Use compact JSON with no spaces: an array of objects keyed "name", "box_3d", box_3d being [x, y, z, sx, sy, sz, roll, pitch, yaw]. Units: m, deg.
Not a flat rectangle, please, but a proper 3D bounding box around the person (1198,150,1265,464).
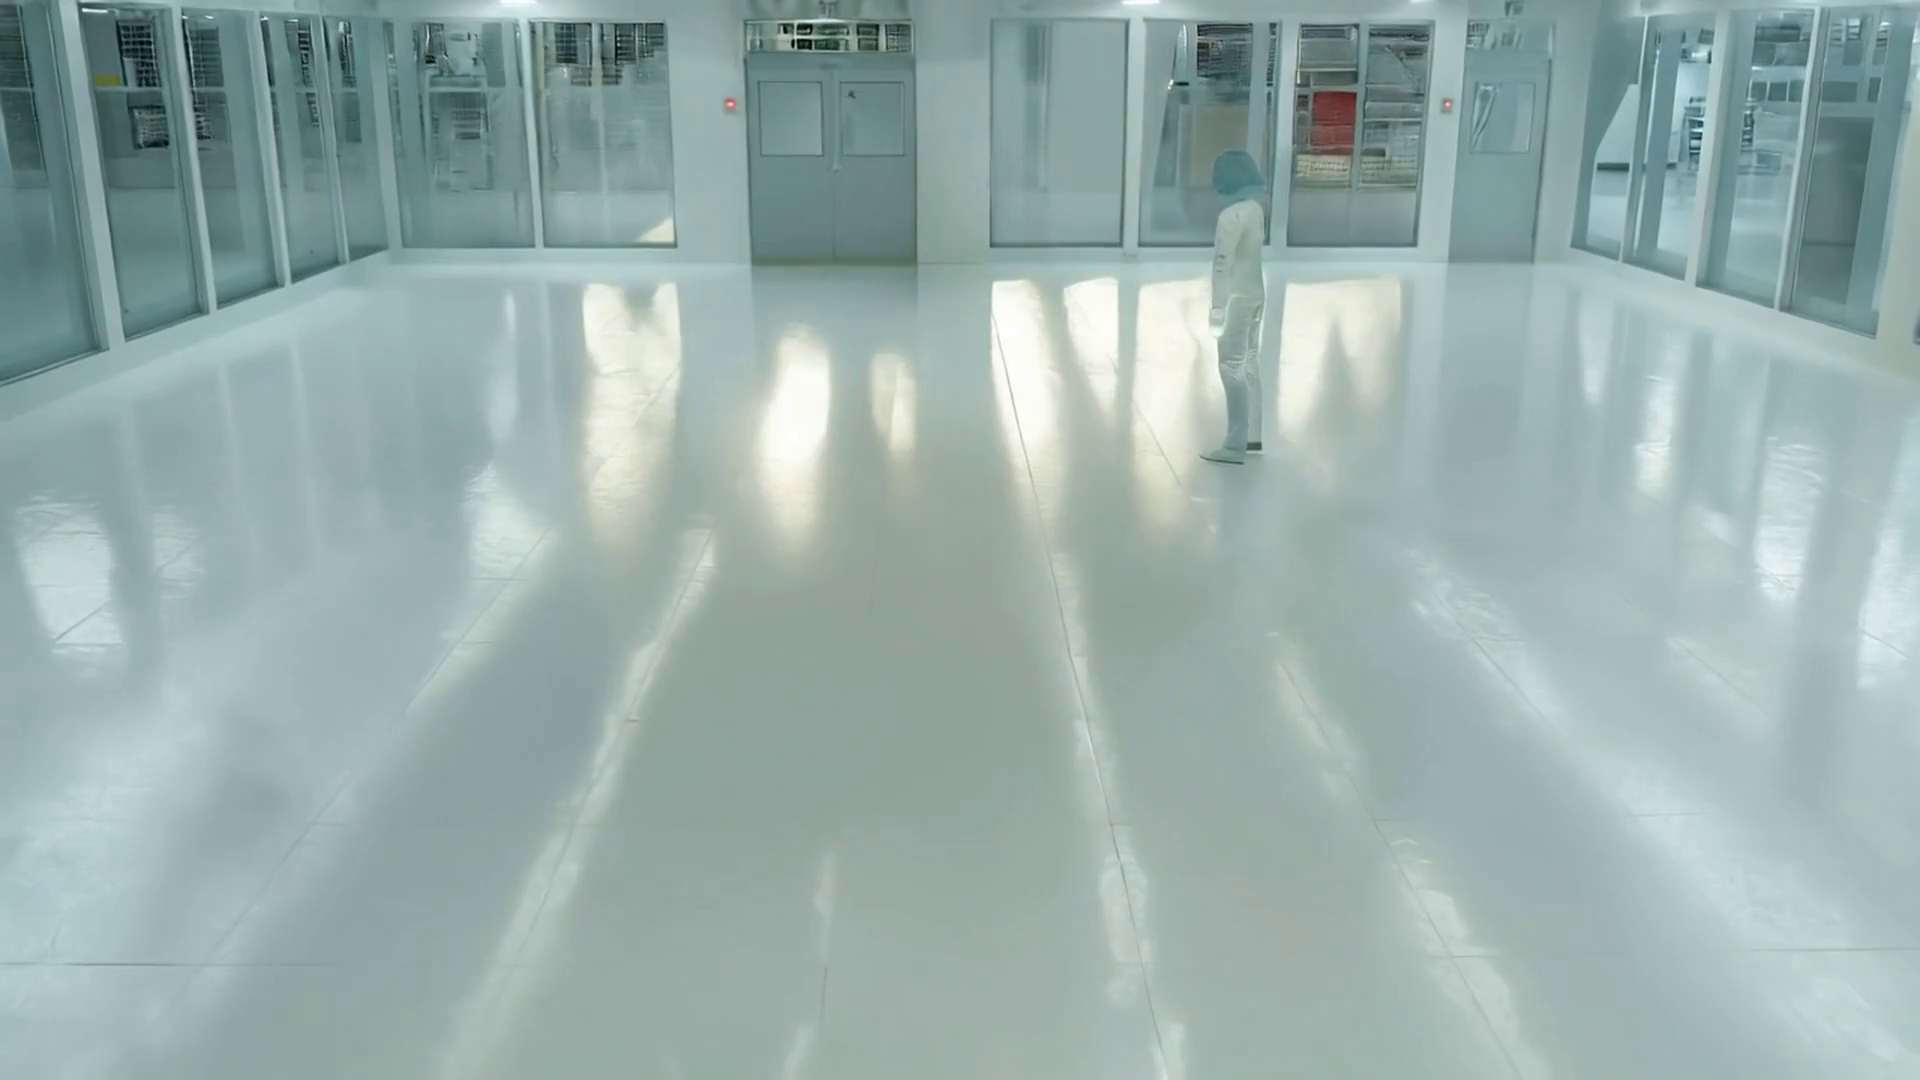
[{"name":"person","box_3d":[1.441,-1.213,8.730,0.287,1.627,0.497,9,18,27]}]
